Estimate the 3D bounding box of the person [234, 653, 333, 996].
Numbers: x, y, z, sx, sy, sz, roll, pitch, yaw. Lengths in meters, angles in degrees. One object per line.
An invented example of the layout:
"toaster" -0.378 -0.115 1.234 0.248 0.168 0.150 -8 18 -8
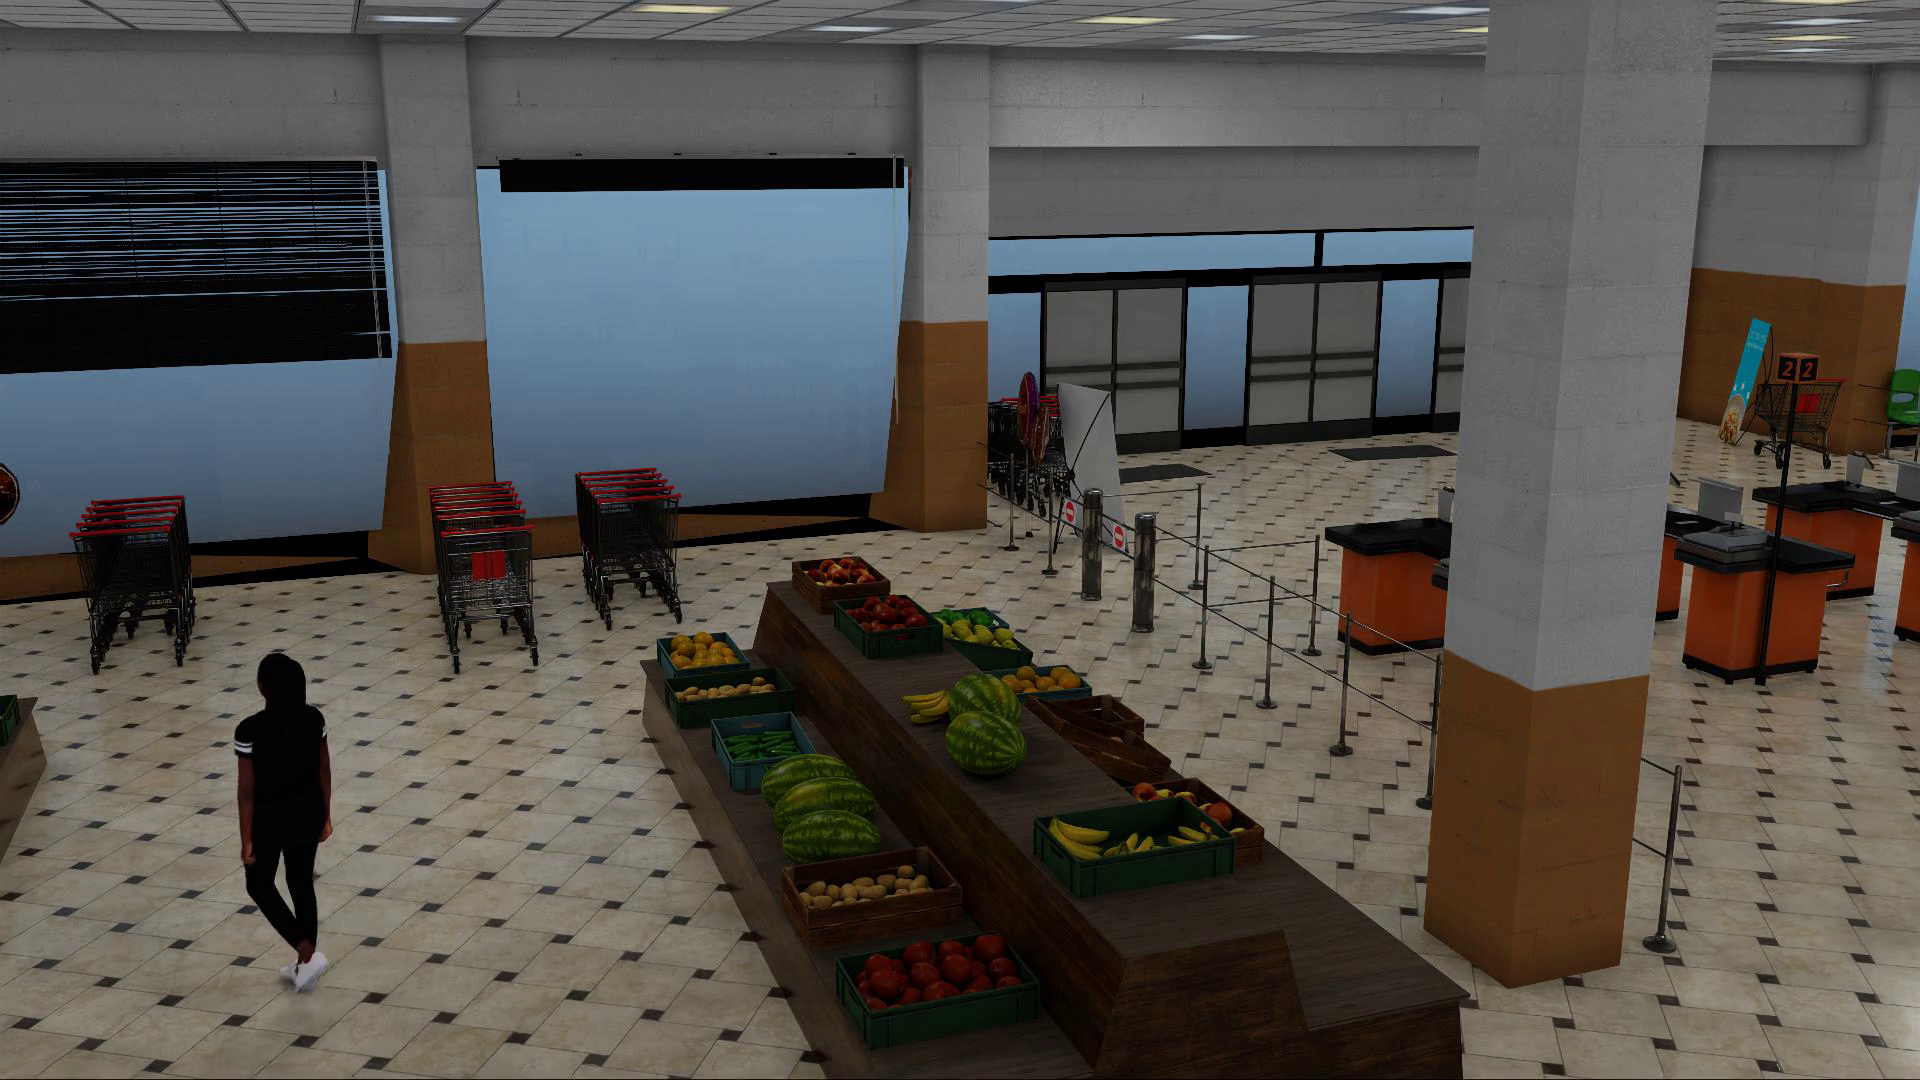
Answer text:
"person" -3.184 1.402 7.973 0.923 1.717 0.830 11 18 39
